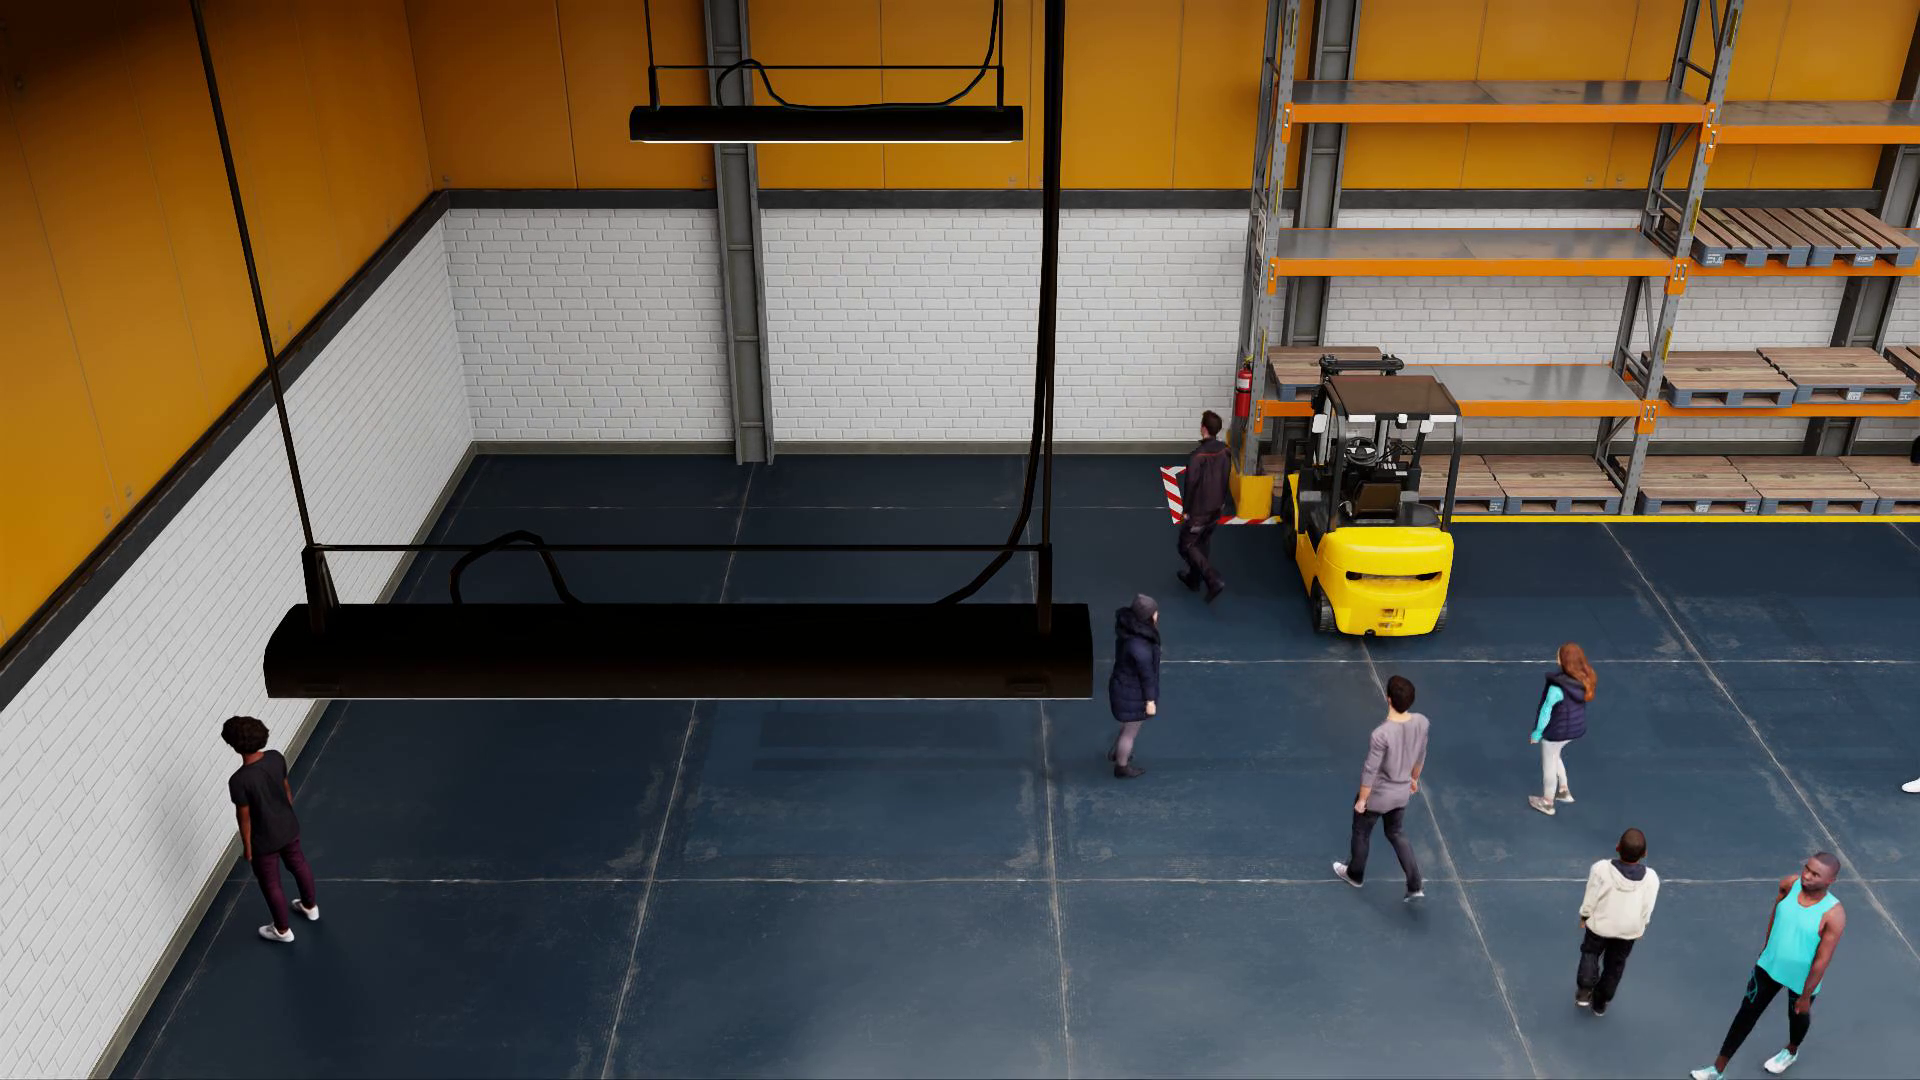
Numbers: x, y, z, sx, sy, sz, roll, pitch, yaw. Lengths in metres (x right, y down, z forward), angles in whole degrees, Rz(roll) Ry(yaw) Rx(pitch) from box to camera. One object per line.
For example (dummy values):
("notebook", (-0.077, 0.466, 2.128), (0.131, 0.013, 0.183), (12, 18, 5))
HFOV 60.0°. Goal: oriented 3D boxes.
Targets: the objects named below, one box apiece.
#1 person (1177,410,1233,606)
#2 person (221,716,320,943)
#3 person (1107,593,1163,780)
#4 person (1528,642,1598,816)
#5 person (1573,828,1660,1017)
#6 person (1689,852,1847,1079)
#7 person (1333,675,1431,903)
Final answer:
("person", (2.300, -0.271, 15.514), (1.083, 1.890, 1.081), (-18, 33, -30))
("person", (-4.779, 1.981, 11.504), (0.681, 1.778, 0.697), (11, 30, 18))
("person", (1.290, 1.176, 13.092), (0.677, 1.670, 0.689), (-3, 29, -5))
("person", (4.644, 1.480, 12.722), (0.687, 1.491, 0.753), (-22, 36, -35))
("person", (4.259, 2.535, 10.834), (0.627, 1.447, 0.731), (12, 31, 22))
("person", (5.209, 2.652, 10.279), (1.214, 1.774, 0.974), (-14, 32, -24))
("person", (3.068, 1.794, 11.773), (1.026, 1.848, 0.999), (-13, 31, -23))
